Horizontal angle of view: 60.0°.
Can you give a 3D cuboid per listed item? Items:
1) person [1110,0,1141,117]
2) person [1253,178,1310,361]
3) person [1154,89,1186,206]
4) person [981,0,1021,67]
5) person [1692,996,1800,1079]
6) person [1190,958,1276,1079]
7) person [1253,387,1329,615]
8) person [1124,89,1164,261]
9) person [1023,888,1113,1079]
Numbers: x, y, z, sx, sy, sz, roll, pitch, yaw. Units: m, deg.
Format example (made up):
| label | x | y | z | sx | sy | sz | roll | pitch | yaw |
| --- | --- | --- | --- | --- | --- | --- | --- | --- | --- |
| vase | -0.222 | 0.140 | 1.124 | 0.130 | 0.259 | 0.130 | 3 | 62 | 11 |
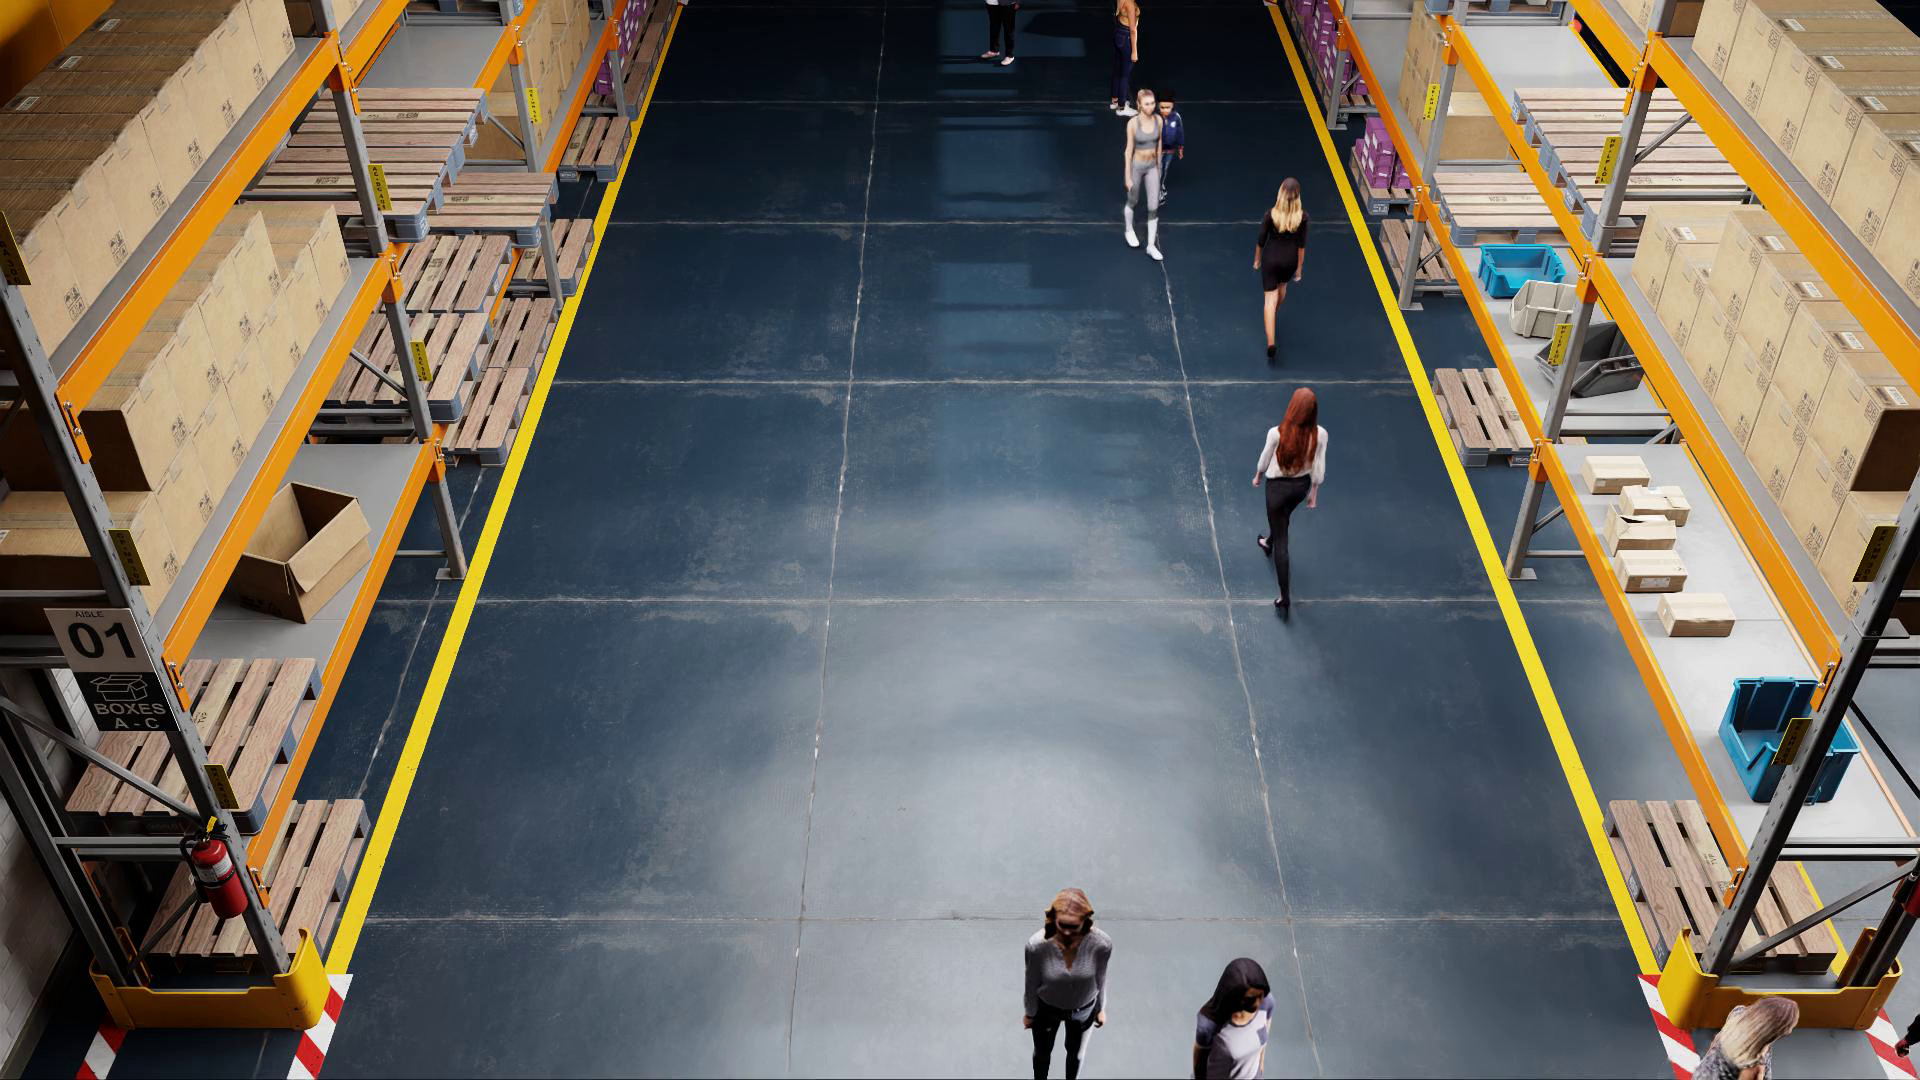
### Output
| label | x | y | z | sx | sy | sz | roll | pitch | yaw |
| --- | --- | --- | --- | --- | --- | --- | --- | --- | --- |
| person | 1.875 | -5.651 | 18.891 | 0.682 | 1.629 | 0.536 | -10 | 40 | -12 |
| person | 2.838 | -2.382 | 14.793 | 0.577 | 1.634 | 1.019 | 2 | 39 | 2 |
| person | 2.125 | -4.148 | 17.355 | 0.575 | 1.197 | 0.765 | -5 | 39 | -6 |
| person | 0.514 | -6.557 | 20.045 | 0.803 | 1.604 | 0.857 | 29 | 47 | 32 |
| person | 3.659 | 2.787 | 8.287 | 0.759 | 1.677 | 0.687 | 9 | 39 | 11 |
| person | 1.360 | 2.666 | 8.414 | 0.660 | 1.706 | 0.663 | -18 | 42 | -22 |
| person | 2.389 | -0.261 | 12.077 | 0.722 | 1.709 | 1.202 | -5 | 39 | -6 |
| person | 1.750 | -3.651 | 16.347 | 0.765 | 1.679 | 0.973 | -12 | 40 | -14 |
| person | 0.541 | 2.427 | 8.642 | 0.580 | 1.796 | 0.484 | 0 | 39 | 0 |
